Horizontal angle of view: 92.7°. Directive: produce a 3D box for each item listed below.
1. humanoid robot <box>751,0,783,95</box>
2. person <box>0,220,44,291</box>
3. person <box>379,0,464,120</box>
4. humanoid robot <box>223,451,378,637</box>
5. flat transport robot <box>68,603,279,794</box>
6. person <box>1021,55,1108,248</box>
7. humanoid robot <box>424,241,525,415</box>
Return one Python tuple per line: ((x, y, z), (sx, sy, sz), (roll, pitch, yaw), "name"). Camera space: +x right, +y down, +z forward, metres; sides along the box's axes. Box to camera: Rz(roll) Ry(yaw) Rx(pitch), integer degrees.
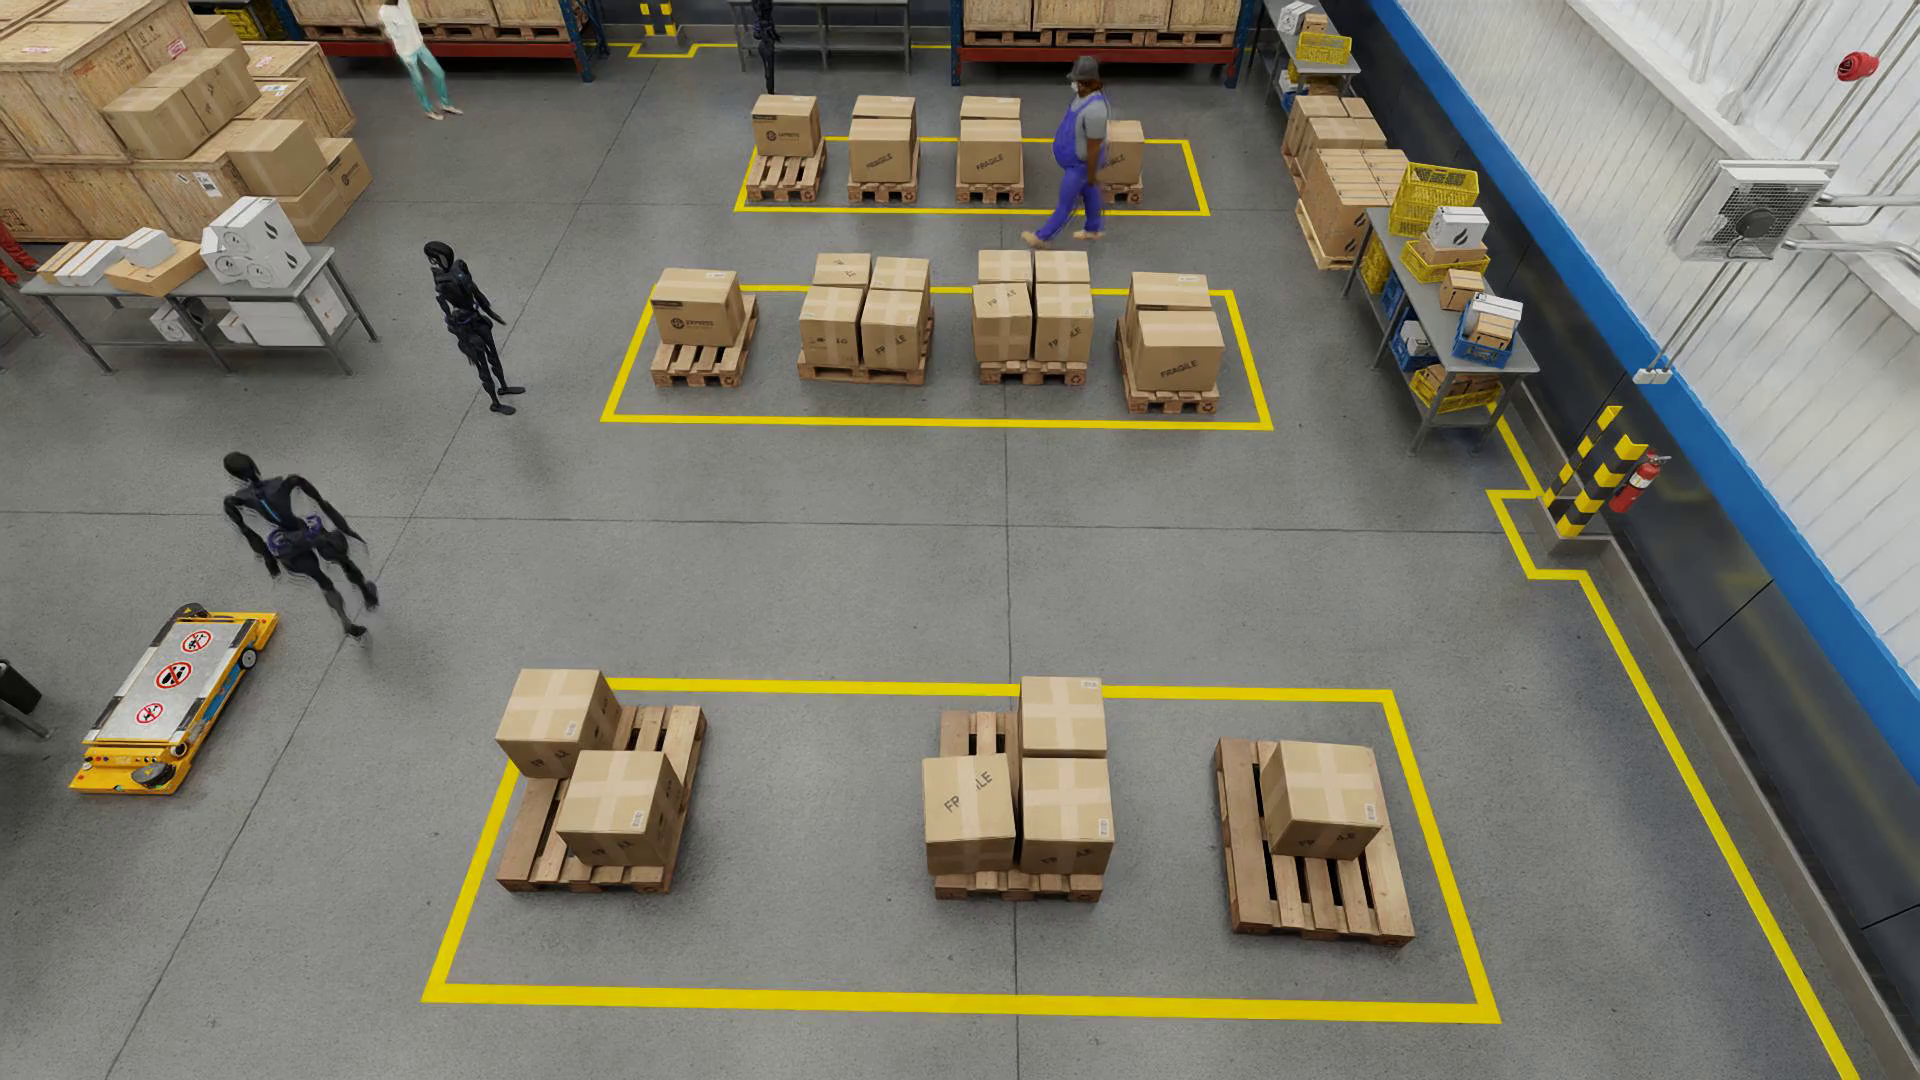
((-2.510, -6.570, 11.996), (0.327, 1.654, 0.584), (1, 50, 1), "humanoid robot")
((-10.025, -3.454, 9.164), (0.384, 1.988, 0.607), (1, 50, 1), "person")
((-6.920, -6.221, 11.664), (0.591, 1.746, 0.542), (14, 51, 12), "person")
((-4.568, 0.044, 6.409), (0.616, 1.630, 0.543), (-25, 54, -20), "humanoid robot")
((-5.504, 1.072, 6.442), (0.652, 0.197, 1.431), (1, 50, 1), "flat transport robot")
((1.136, -4.060, 9.643), (0.976, 2.000, 0.697), (0, 50, 0), "person")
((-4.230, -1.853, 8.005), (0.327, 1.654, 0.584), (1, 50, 1), "humanoid robot")
